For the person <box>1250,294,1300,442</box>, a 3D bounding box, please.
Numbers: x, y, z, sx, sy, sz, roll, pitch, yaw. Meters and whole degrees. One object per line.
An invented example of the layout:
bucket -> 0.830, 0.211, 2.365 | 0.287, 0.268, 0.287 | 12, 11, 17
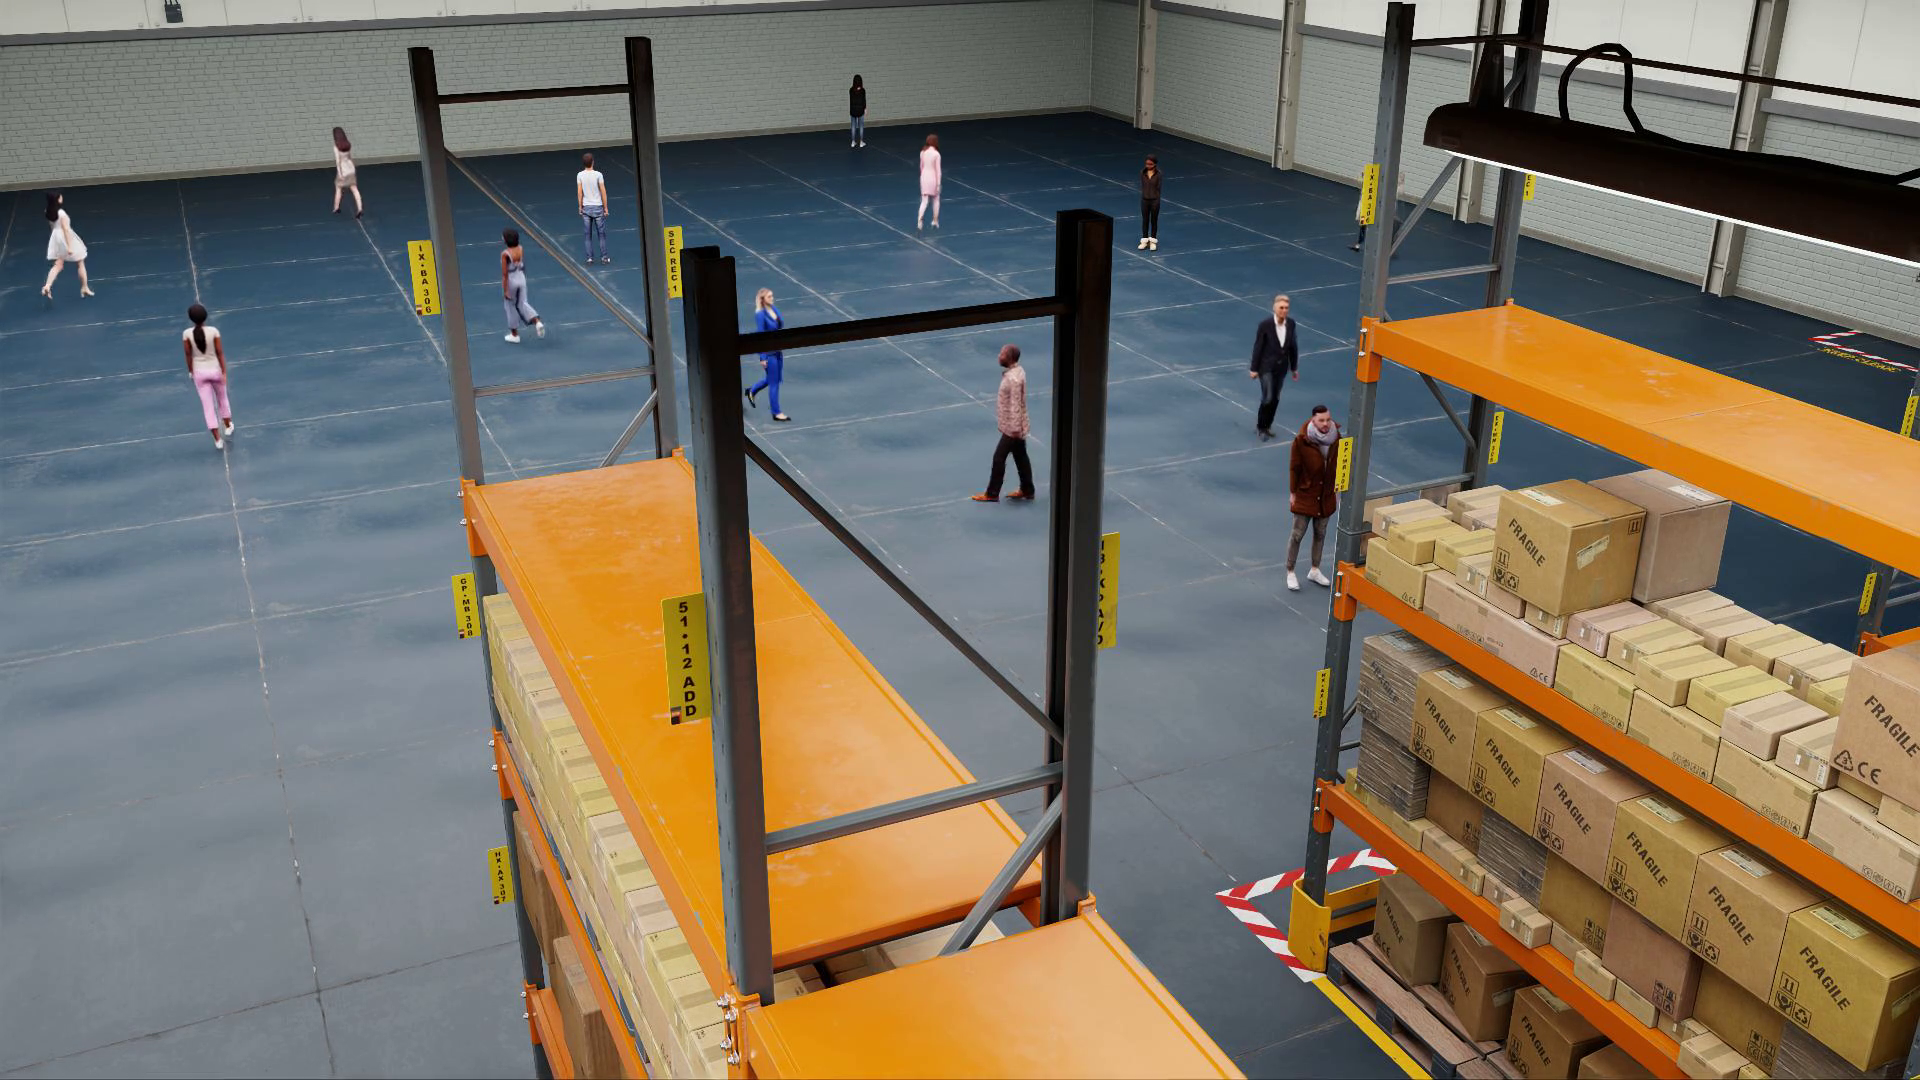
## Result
person -> 3.763, -2.130, 20.126 | 0.717, 1.791, 0.730 | -7, 24, -17

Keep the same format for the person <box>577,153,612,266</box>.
person -> -6.242, -5.626, 28.252 | 0.706, 1.866, 0.662 | -2, 23, -4

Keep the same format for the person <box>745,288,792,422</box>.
person -> -2.435, -2.304, 20.673 | 1.030, 1.684, 0.955 | 9, 25, 21

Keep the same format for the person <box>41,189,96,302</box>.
person -> -13.994, -4.523, 25.825 | 1.122, 1.736, 1.120 | 10, 25, 23

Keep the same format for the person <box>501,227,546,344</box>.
person -> -6.291, -3.618, 23.769 | 0.999, 1.679, 0.839 | 16, 28, 32

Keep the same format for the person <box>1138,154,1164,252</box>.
person -> 3.366, -5.979, 29.346 | 0.704, 1.659, 0.764 | 2, 23, 4

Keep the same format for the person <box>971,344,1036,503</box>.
person -> 0.669, -1.244, 18.056 | 1.037, 1.781, 1.024 | 2, 23, 5

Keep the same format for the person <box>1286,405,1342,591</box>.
person -> 3.410, -0.427, 16.060 | 0.742, 1.839, 0.736 | -7, 24, -15

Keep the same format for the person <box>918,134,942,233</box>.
person -> -0.589, -6.473, 30.372 | 1.074, 1.766, 1.146 | 8, 24, 18

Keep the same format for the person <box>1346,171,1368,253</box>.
person -> 7.143, -5.634, 28.809 | 0.951, 1.446, 0.793 | 21, 31, 40

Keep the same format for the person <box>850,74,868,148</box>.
person -> -2.409, -10.078, 39.004 | 0.638, 1.645, 0.676 | 4, 23, 9

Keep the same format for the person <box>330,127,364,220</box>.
person -> -11.550, -6.910, 31.474 | 1.100, 1.707, 0.947 | 14, 27, 29

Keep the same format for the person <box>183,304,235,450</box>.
person -> -8.912, -1.912, 19.714 | 0.617, 1.713, 0.963 | -9, 25, -21
